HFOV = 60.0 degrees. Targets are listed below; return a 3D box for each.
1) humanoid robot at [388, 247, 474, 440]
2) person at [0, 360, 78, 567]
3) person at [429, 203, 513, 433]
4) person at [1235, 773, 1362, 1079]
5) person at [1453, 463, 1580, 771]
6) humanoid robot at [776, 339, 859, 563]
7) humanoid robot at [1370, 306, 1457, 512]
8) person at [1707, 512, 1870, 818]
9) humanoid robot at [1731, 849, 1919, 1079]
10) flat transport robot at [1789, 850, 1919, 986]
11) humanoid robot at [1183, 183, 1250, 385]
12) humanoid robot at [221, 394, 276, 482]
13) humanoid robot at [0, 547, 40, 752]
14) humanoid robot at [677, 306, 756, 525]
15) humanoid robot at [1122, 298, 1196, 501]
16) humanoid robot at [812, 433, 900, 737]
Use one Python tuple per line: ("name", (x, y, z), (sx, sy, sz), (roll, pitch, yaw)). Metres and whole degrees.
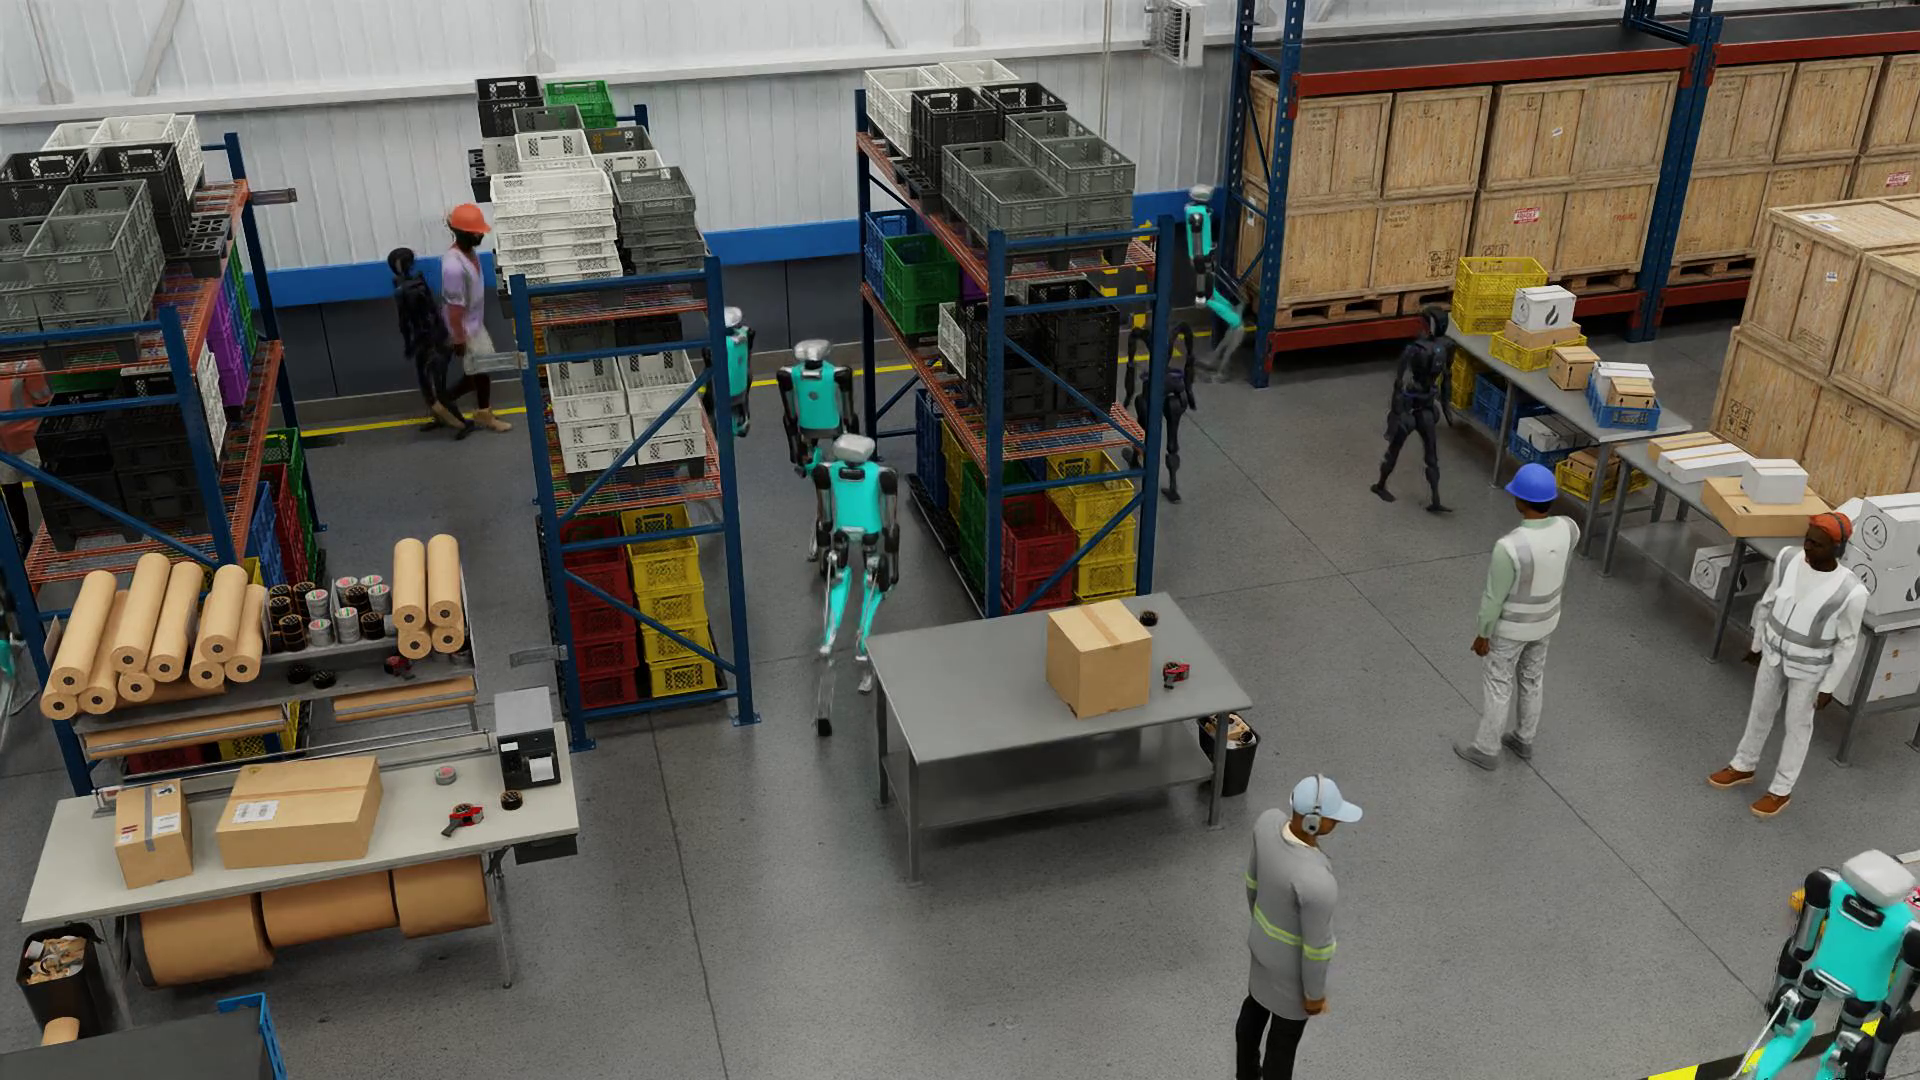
("humanoid robot", (-4.358, -1.627, 13.658), (0.601, 1.636, 0.404), (23, 36, 36))
("person", (-6.656, -0.712, 11.696), (0.602, 1.966, 0.368), (-3, 29, -6))
("person", (-4.035, -1.766, 13.566), (0.634, 2.012, 0.647), (2, 29, 4))
("person", (1.457, 1.789, 7.268), (0.406, 1.848, 0.589), (-9, 30, -16))
("person", (3.216, 0.453, 9.608), (0.606, 1.940, 0.413), (-14, 32, -24))
("humanoid robot", (-0.952, -0.672, 11.867), (0.572, 1.737, 1.052), (4, 29, 7))
("humanoid robot", (3.469, -0.974, 12.498), (0.600, 1.625, 0.735), (-14, 32, -23))
("person", (4.633, 0.684, 9.242), (0.360, 1.882, 0.573), (-12, 31, -21))
("humanoid robot", (3.344, 2.135, 6.780), (0.973, 1.767, 0.543), (-17, 33, -28))
("flat transport robot", (5.163, 1.916, 8.676), (1.431, 0.231, 0.659), (-8, 30, -14))
("humanoid robot", (2.322, -2.253, 14.743), (0.794, 1.790, 0.555), (5, 29, 8))
("humanoid robot", (-5.445, -1.007, 12.572), (0.789, 1.629, 0.589), (-8, 30, -14))
("humanoid robot", (-5.719, 0.444, 9.836), (0.580, 1.718, 1.036), (-3, 29, -5))
("humanoid robot", (-1.846, -0.867, 12.240), (0.672, 1.820, 0.550), (14, 32, 23))
("humanoid robot", (1.542, -1.163, 12.854), (0.603, 1.621, 0.801), (-7, 30, -13))
("humanoid robot", (-0.703, 0.336, 10.045), (0.555, 1.773, 0.965), (7, 30, 12))
